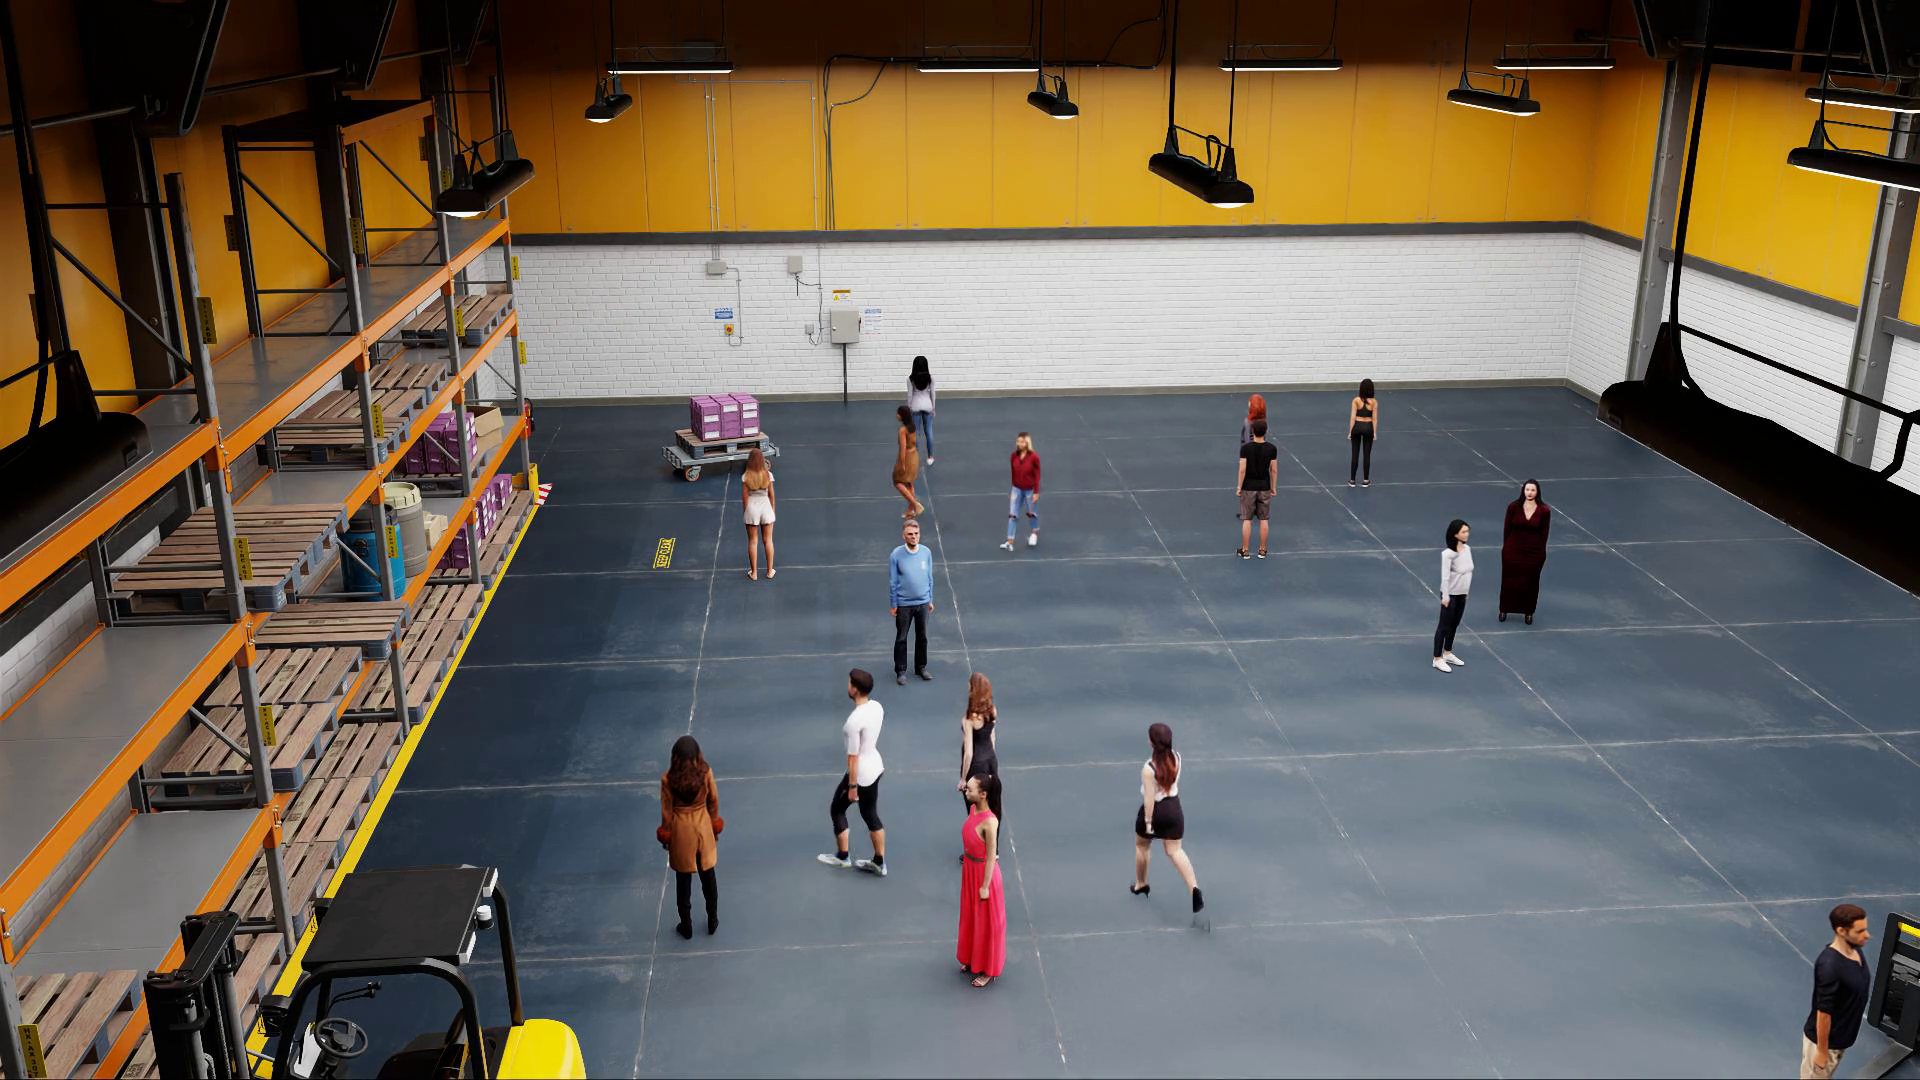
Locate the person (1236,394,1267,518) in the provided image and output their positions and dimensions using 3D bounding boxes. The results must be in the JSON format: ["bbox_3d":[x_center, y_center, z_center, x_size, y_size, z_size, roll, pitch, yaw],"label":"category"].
[{"bbox_3d":[4.109,-1.178,23.348,0.654,1.779,0.675,-15,24,-38],"label":"person"}]

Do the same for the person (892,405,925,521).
[{"bbox_3d":[-0.661,-1.047,23.126,0.794,1.673,0.749,9,21,25],"label":"person"}]

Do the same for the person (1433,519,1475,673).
[{"bbox_3d":[5.408,0.584,18.240,0.709,1.700,0.751,-17,25,-41],"label":"person"}]

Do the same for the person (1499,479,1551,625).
[{"bbox_3d":[6.616,0.124,19.516,0.745,1.758,0.735,6,20,18],"label":"person"}]

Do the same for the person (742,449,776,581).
[{"bbox_3d":[-2.539,-0.335,20.974,0.584,1.697,0.579,-4,19,-11],"label":"person"}]

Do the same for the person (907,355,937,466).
[{"bbox_3d":[-0.603,-2.025,25.931,0.618,1.735,0.543,-3,19,-9],"label":"person"}]

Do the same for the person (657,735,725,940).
[{"bbox_3d":[-2.107,2.320,13.055,0.735,1.719,0.674,-6,20,-18],"label":"person"}]

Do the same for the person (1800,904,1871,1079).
[{"bbox_3d":[5.462,3.114,10.477,0.747,1.859,0.702,17,25,41],"label":"person"}]

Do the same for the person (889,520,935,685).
[{"bbox_3d":[-0.522,0.635,17.901,0.718,1.820,0.676,-7,20,-21],"label":"person"}]

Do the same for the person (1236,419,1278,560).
[{"bbox_3d":[3.861,-0.674,21.724,0.683,1.861,0.553,-1,19,-3],"label":"person"}]

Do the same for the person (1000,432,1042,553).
[{"bbox_3d":[0.903,-0.642,22.067,0.973,1.582,1.152,9,21,25],"label":"person"}]

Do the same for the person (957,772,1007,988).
[{"bbox_3d":[0.158,2.521,12.444,0.740,1.727,0.607,-8,20,-21],"label":"person"}]

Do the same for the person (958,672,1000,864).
[{"bbox_3d":[0.174,1.945,14.128,0.718,1.746,0.652,14,23,36],"label":"person"}]

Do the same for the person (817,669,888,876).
[{"bbox_3d":[-0.741,1.975,13.909,0.995,1.829,0.957,10,21,26],"label":"person"}]

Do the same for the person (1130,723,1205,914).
[{"bbox_3d":[1.679,2.262,13.379,0.884,1.623,1.102,-12,22,-32],"label":"person"}]

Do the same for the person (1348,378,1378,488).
[{"bbox_3d":[6.013,-1.610,24.846,0.621,1.642,0.577,4,19,10],"label":"person"}]
